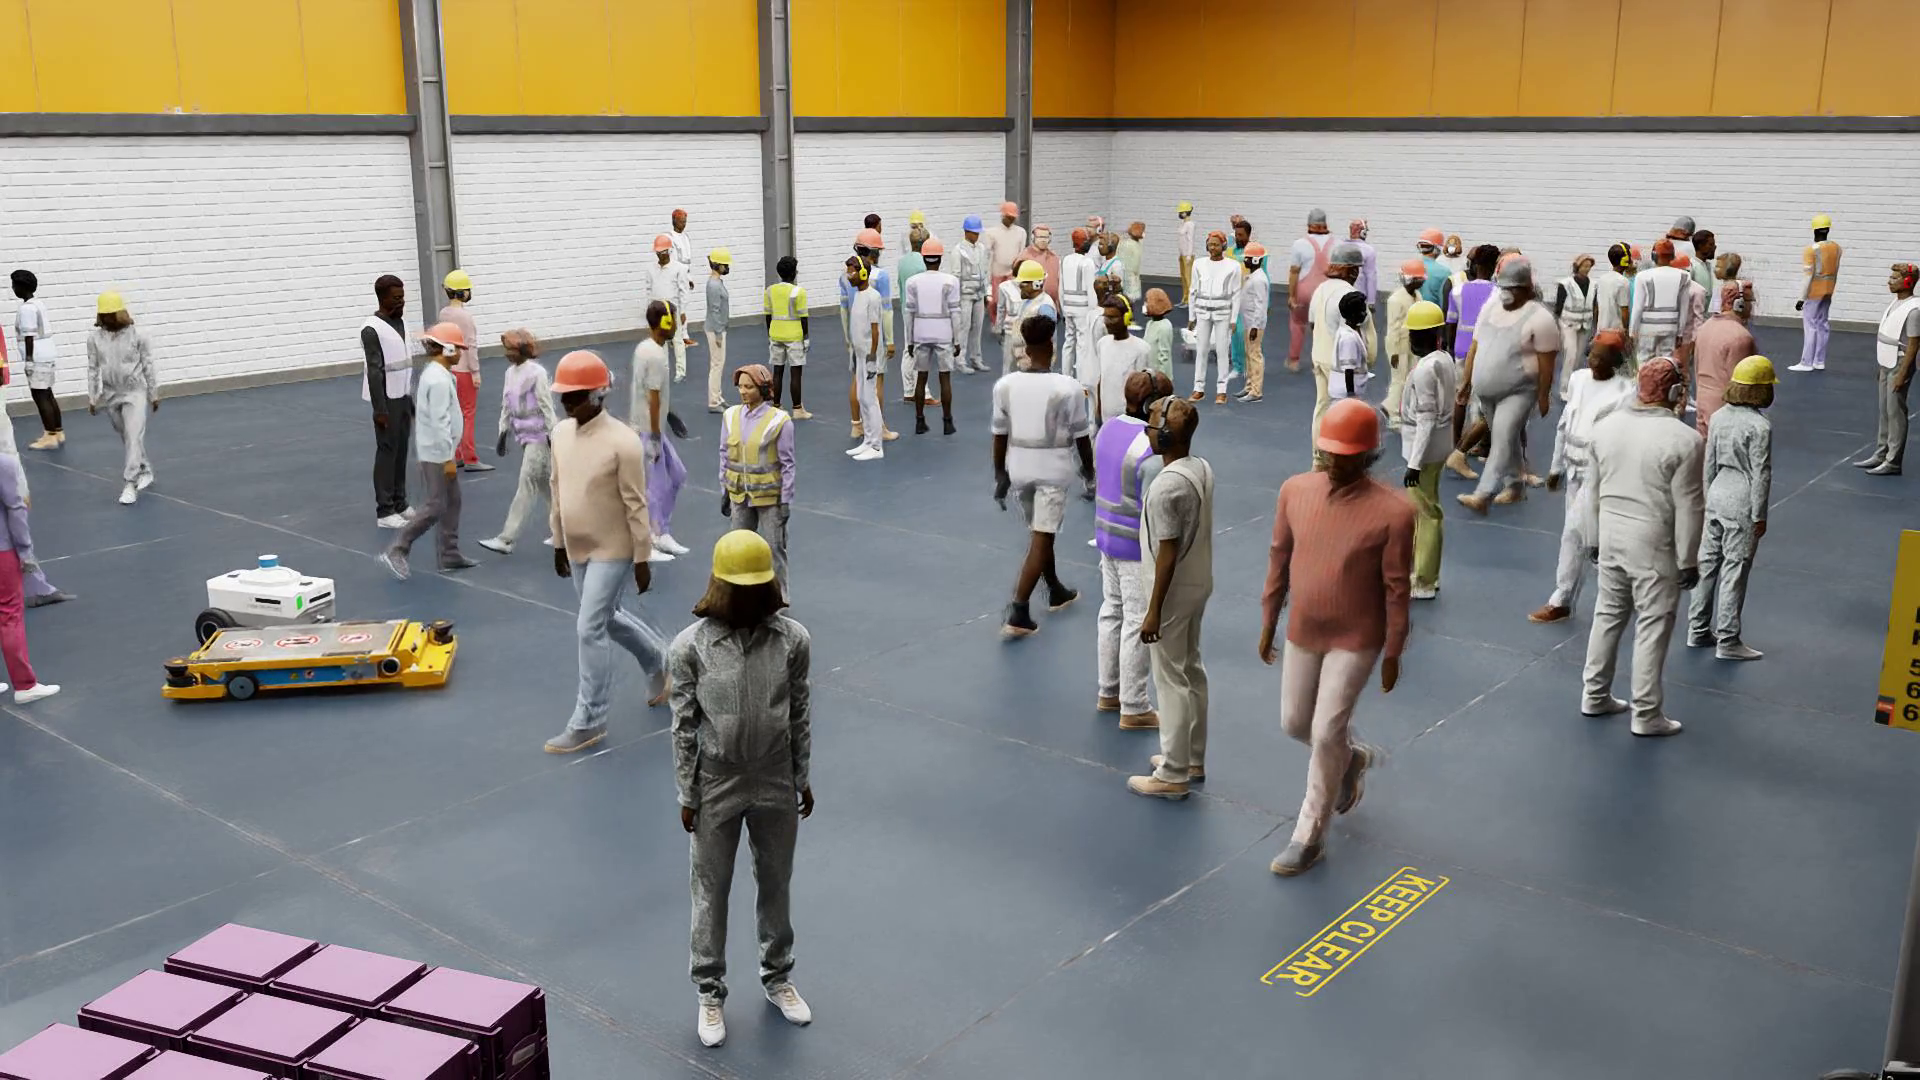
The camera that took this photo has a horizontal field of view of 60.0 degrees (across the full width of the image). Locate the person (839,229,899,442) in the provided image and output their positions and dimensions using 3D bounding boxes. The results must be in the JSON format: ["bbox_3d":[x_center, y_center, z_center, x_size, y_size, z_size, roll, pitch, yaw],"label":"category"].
[{"bbox_3d":[-0.865,-1.960,16.007,0.605,2.042,0.387,11,18,36],"label":"person"}]

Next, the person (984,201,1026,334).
[{"bbox_3d":[0.633,-3.831,23.656,0.652,1.954,0.780,-2,14,-8],"label":"person"}]

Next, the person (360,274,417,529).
[{"bbox_3d":[-4.329,-1.053,12.636,0.370,1.915,0.597,1,14,4],"label":"person"}]

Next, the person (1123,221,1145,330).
[{"bbox_3d":[2.526,-3.944,24.789,0.439,1.617,0.512,8,16,28],"label":"person"}]

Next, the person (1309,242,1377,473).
[{"bbox_3d":[3.307,-1.531,14.290,0.536,2.000,0.676,-4,15,-15],"label":"person"}]

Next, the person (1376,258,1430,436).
[{"bbox_3d":[4.353,-1.895,16.356,0.585,1.735,0.455,-14,19,-43],"label":"person"}]

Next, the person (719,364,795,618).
[{"bbox_3d":[-1.210,-0.235,9.929,0.511,1.640,0.308,7,16,25],"label":"person"}]

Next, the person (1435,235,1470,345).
[{"bbox_3d":[6.259,-3.082,21.311,0.499,1.636,0.286,7,16,25],"label":"person"}]

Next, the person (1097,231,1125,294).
[{"bbox_3d":[1.673,-2.541,18.724,0.331,1.844,0.519,-3,14,-11],"label":"person"}]

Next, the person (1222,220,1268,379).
[{"bbox_3d":[3.355,-2.858,19.887,0.598,1.903,0.455,13,19,43],"label":"person"}]

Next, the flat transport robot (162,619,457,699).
[{"bbox_3d":[-3.562,0.644,9.188,1.431,0.197,0.652,-3,14,-10],"label":"flat transport robot"}]

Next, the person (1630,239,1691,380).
[{"bbox_3d":[7.105,-2.118,16.956,0.575,1.885,0.352,0,14,-2],"label":"person"}]

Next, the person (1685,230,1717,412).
[{"bbox_3d":[7.844,-2.347,17.798,0.391,1.922,0.593,12,18,39],"label":"person"}]

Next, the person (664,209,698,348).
[{"bbox_3d":[-3.837,-3.579,22.788,0.355,1.887,0.575,5,15,19],"label":"person"}]

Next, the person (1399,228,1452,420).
[{"bbox_3d":[4.752,-2.188,17.036,0.404,1.986,0.604,-13,19,-42],"label":"person"}]

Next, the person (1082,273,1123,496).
[{"bbox_3d":[1.179,-1.235,13.506,0.344,1.846,0.505,-5,15,-19],"label":"person"}]

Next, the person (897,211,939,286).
[{"bbox_3d":[-0.612,-3.902,24.295,0.601,1.796,0.942,4,15,16],"label":"person"}]

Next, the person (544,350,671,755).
[{"bbox_3d":[-1.752,0.013,8.299,0.632,1.966,0.928,11,18,37],"label":"person"}]

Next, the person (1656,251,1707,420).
[{"bbox_3d":[7.361,-2.102,17.177,0.348,1.739,0.572,-9,16,-31],"label":"person"}]

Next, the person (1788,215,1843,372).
[{"bbox_3d":[10.578,-3.040,20.562,0.588,1.923,0.383,-6,15,-24],"label":"person"}]

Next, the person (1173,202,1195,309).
[{"bbox_3d":[3.741,-4.738,27.688,0.335,1.760,0.523,-3,14,-11],"label":"person"}]

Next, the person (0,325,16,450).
[{"bbox_3d":[-8.428,-1.403,14.396,0.354,1.739,0.569,-9,17,-32],"label":"person"}]

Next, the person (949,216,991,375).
[{"bbox_3d":[0.129,-2.991,20.356,0.419,1.932,0.620,11,18,39],"label":"person"}]

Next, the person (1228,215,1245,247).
[{"bbox_3d":[4.333,-4.253,26.000,0.313,1.633,0.519,10,17,36],"label":"person"}]

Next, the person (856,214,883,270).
[{"bbox_3d":[-1.154,-3.165,21.092,0.380,1.910,0.591,-5,15,-21],"label":"person"}]

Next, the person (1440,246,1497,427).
[{"bbox_3d":[5.105,-2.004,16.585,0.633,1.842,0.429,0,14,1],"label":"person"}]

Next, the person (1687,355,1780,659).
[{"bbox_3d":[4.458,-0.189,9.532,0.295,1.744,0.488,-4,14,-14],"label":"person"}]

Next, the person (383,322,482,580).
[{"bbox_3d":[-3.586,-0.606,11.241,0.622,1.717,0.583,-4,15,-15],"label":"person"}]

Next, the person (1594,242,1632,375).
[{"bbox_3d":[6.525,-2.023,16.597,0.328,1.877,0.513,-4,15,-14],"label":"person"}]

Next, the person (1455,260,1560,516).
[{"bbox_3d":[4.247,-1.228,13.081,1.026,2.000,0.692,-8,16,-29],"label":"person"}]

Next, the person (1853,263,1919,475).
[{"bbox_3d":[8.166,-1.482,14.489,0.389,1.847,0.563,3,14,12],"label":"person"}]

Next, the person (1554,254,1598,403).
[{"bbox_3d":[6.813,-2.316,18.293,0.522,1.618,0.571,-4,14,-14],"label":"person"}]

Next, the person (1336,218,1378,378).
[{"bbox_3d":[4.768,-2.912,20.081,0.401,1.910,0.641,-11,18,-37],"label":"person"}]

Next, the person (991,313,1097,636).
[{"bbox_3d":[0.496,-0.400,10.070,0.602,1.907,0.983,11,18,36],"label":"person"}]

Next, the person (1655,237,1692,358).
[{"bbox_3d":[9.120,-3.140,21.190,0.608,1.820,0.415,2,14,9],"label":"person"}]

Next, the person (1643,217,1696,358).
[{"bbox_3d":[8.321,-2.808,19.395,0.699,2.000,0.994,11,18,38],"label":"person"}]

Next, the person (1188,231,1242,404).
[{"bbox_3d":[2.776,-2.435,18.228,0.576,1.882,0.355,6,15,22],"label":"person"}]
